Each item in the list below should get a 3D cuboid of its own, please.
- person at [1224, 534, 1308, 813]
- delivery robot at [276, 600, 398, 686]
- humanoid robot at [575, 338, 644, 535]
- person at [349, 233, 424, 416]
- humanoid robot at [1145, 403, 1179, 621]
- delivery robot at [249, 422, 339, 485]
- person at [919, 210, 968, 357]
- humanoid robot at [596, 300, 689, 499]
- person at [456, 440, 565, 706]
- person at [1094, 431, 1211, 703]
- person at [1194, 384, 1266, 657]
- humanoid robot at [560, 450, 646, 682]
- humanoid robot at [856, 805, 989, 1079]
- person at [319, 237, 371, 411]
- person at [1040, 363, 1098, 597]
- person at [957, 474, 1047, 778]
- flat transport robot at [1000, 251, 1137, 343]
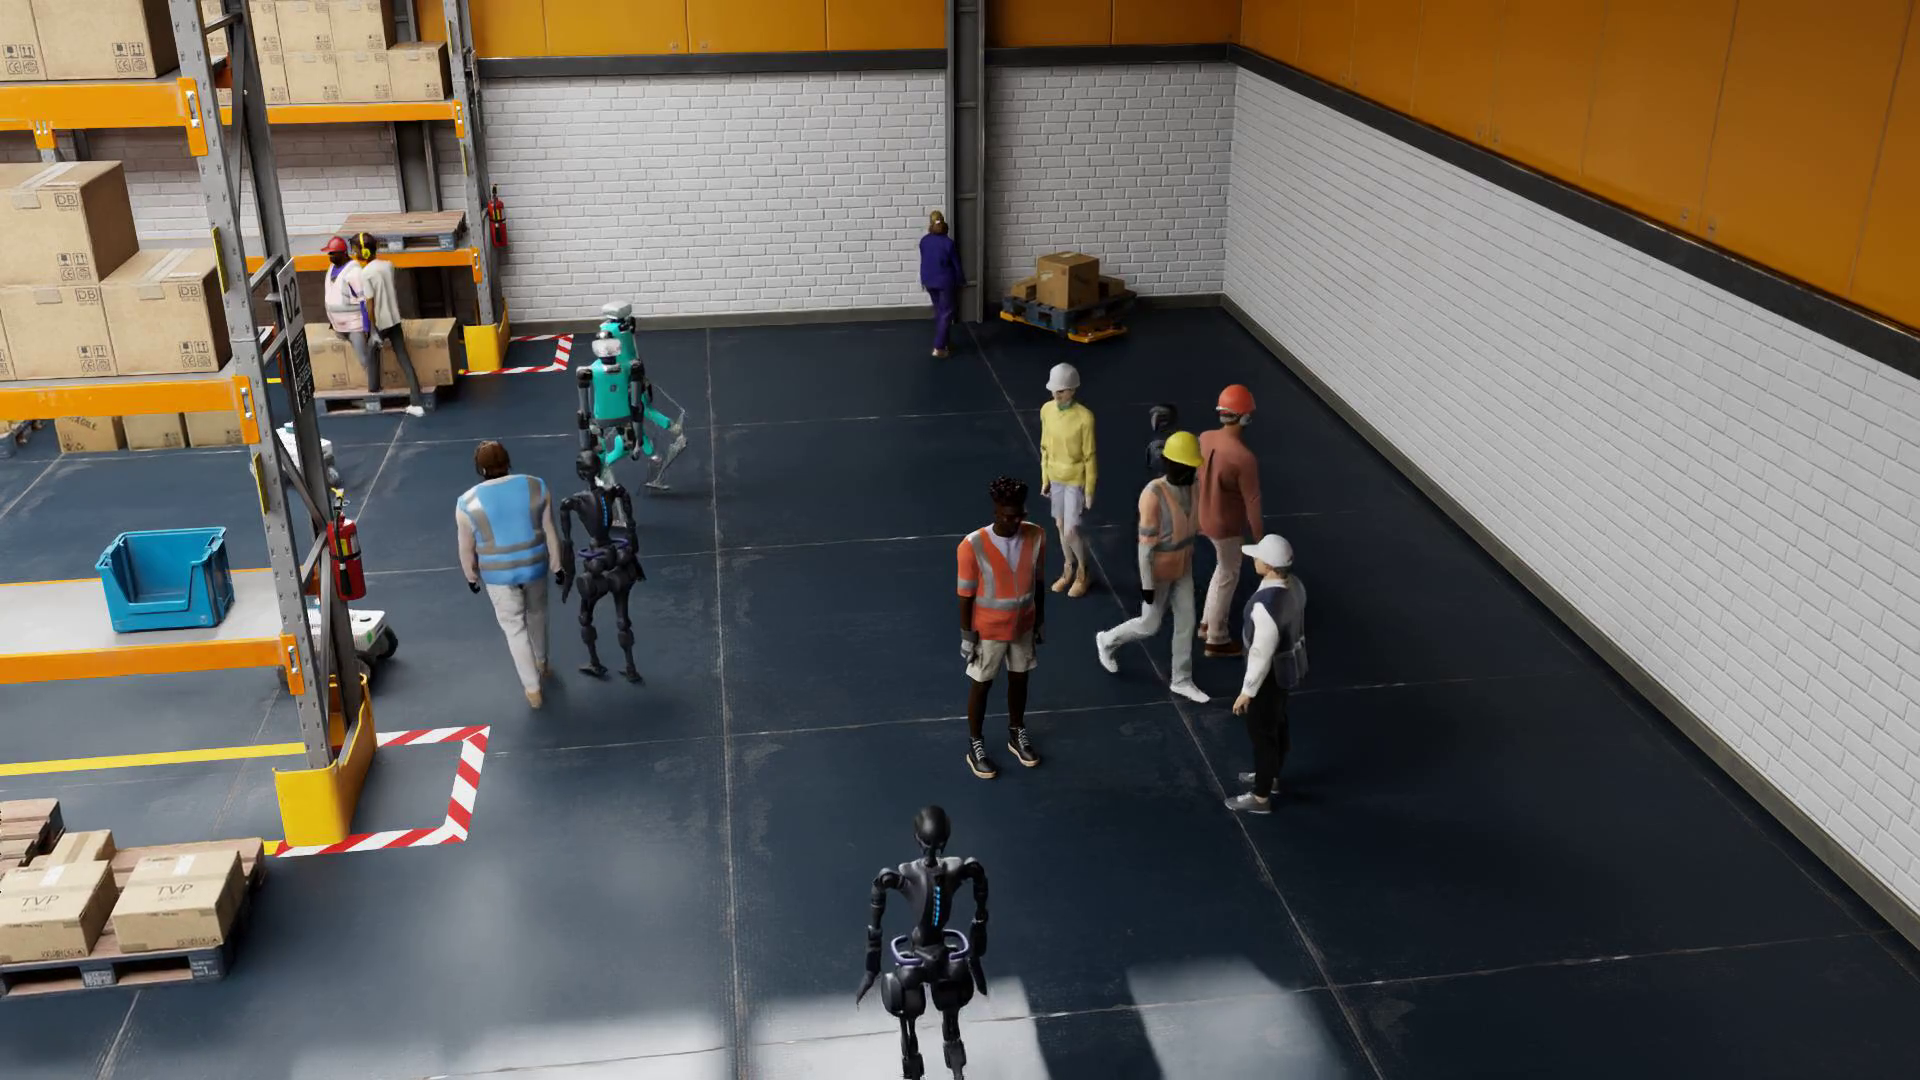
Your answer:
[{"bbox_3d":[1.803,0.778,9.768,0.443,1.756,0.769,11,26,24],"label":"person"},{"bbox_3d":[-4.302,0.697,11.476,0.789,0.613,0.499,0,24,0],"label":"delivery robot"},{"bbox_3d":[-2.873,-0.847,13.483,0.536,1.753,0.794,-12,26,-24],"label":"humanoid robot"},{"bbox_3d":[-5.683,-2.126,16.300,0.893,1.826,0.616,11,26,24],"label":"person"},{"bbox_3d":[1.533,-0.205,12.128,0.408,1.642,0.600,4,24,10],"label":"humanoid robot"},{"bbox_3d":[-5.908,-0.745,14.762,0.817,0.614,0.499,15,28,30],"label":"delivery robot"},{"bbox_3d":[-0.203,-2.797,18.113,0.480,1.583,0.499,15,28,31],"label":"person"},{"bbox_3d":[-2.636,-1.123,14.195,0.769,1.833,0.553,7,25,15],"label":"humanoid robot"},{"bbox_3d":[-3.008,0.175,11.085,0.637,1.806,0.825,-12,26,-26],"label":"person"},{"bbox_3d":[1.319,0.145,11.054,0.592,1.899,0.788,-22,32,-40],"label":"person"},{"bbox_3d":[1.879,-0.108,11.526,0.471,1.981,0.663,-9,25,-19],"label":"person"},{"bbox_3d":[-2.429,0.170,11.258,0.611,1.643,0.462,-19,30,-36],"label":"humanoid robot"},{"bbox_3d":[-0.147,1.915,7.291,0.591,1.648,0.438,-7,25,-15],"label":"humanoid robot"},{"bbox_3d":[-6.007,-2.121,16.382,0.625,1.751,0.420,17,29,33],"label":"person"},{"bbox_3d":[0.803,-0.440,12.439,0.487,1.864,0.479,20,30,38],"label":"person"},{"bbox_3d":[0.263,0.516,10.127,0.606,1.958,0.374,-12,26,-25],"label":"person"},{"bbox_3d":[1.189,-2.564,19.237,0.659,0.231,1.431,-20,31,-38],"label":"flat transport robot"}]
